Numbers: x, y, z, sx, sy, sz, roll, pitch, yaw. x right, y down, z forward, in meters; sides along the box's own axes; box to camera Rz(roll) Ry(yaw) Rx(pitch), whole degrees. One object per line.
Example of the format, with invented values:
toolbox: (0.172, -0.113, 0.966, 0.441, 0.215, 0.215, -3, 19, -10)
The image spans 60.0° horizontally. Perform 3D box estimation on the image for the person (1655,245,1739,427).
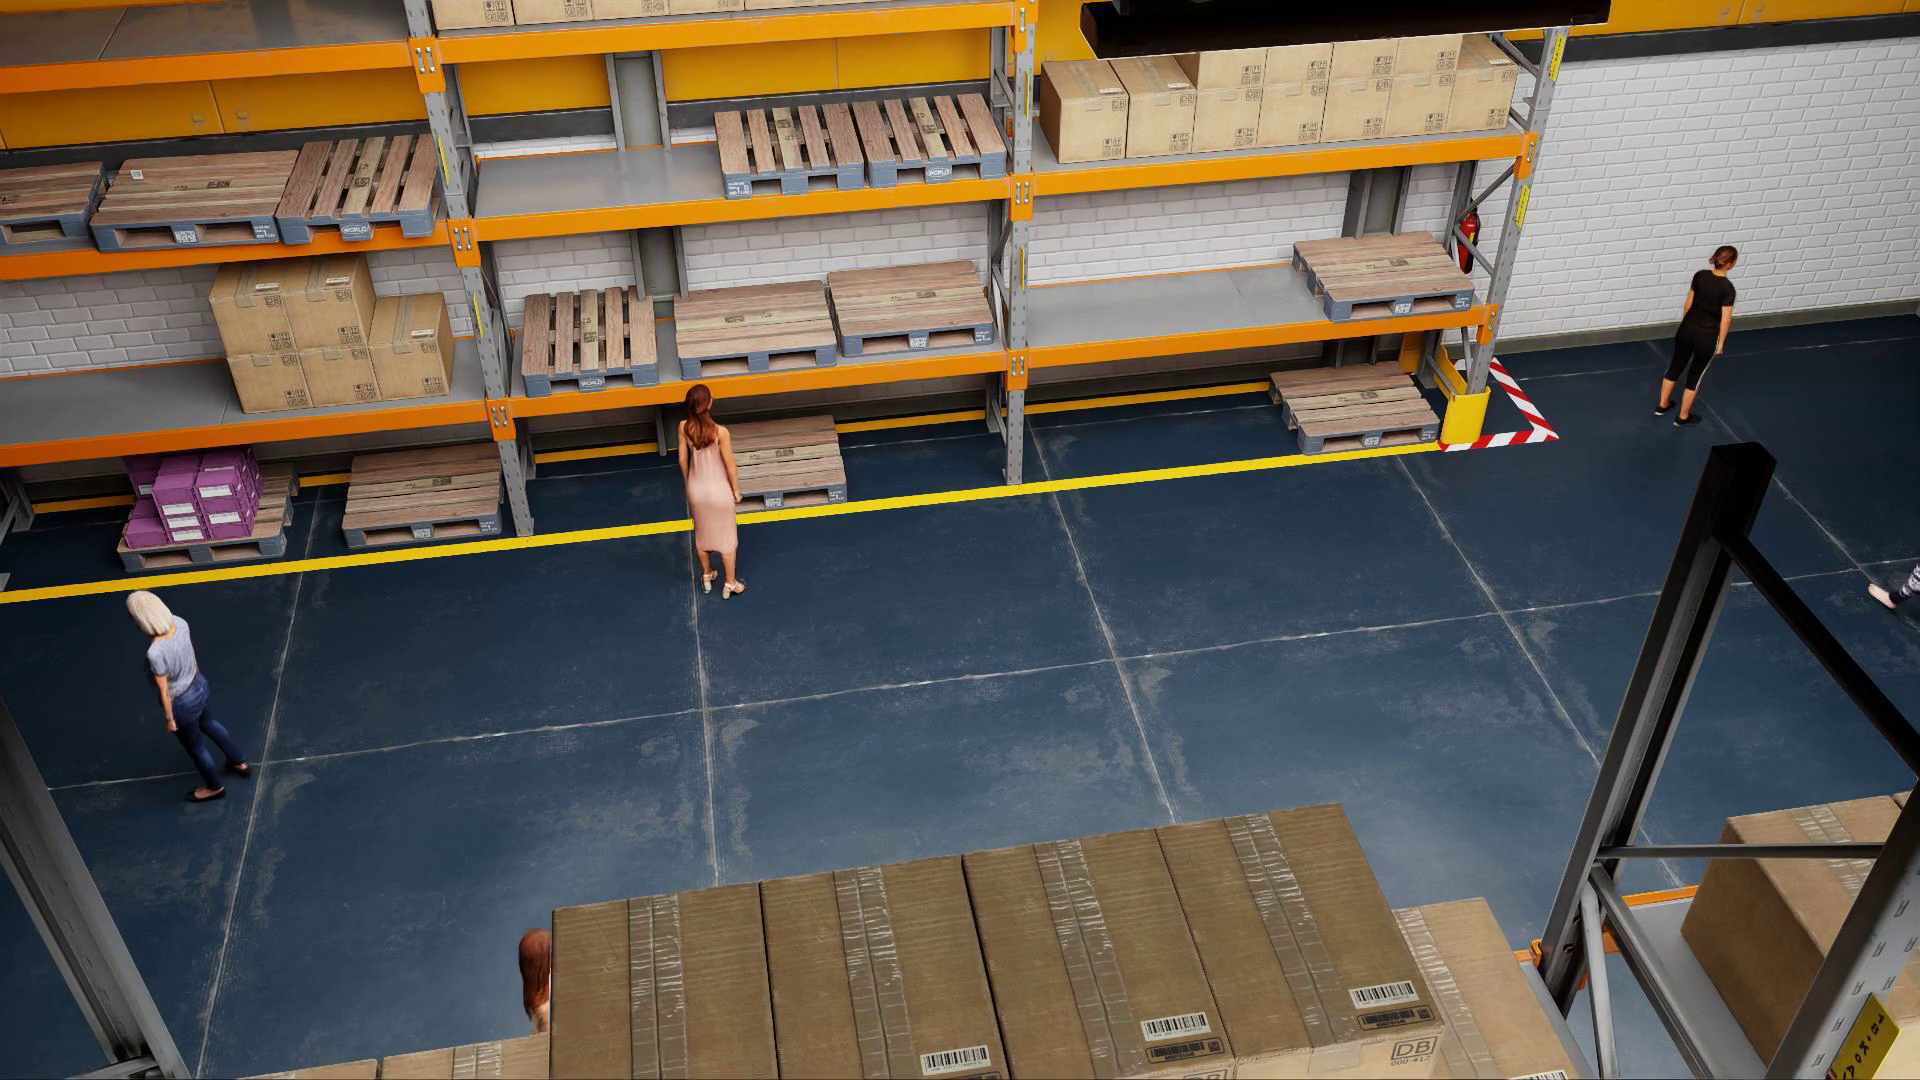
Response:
person: (6.289, -1.756, 14.143, 0.613, 1.668, 0.642, -20, 43, -24)

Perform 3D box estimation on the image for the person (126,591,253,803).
person: (-4.932, 1.004, 10.651, 0.665, 1.714, 0.665, 2, 39, 2)

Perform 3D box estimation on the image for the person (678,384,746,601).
person: (-1.849, -0.354, 12.256, 0.645, 1.833, 0.752, 11, 40, 14)
